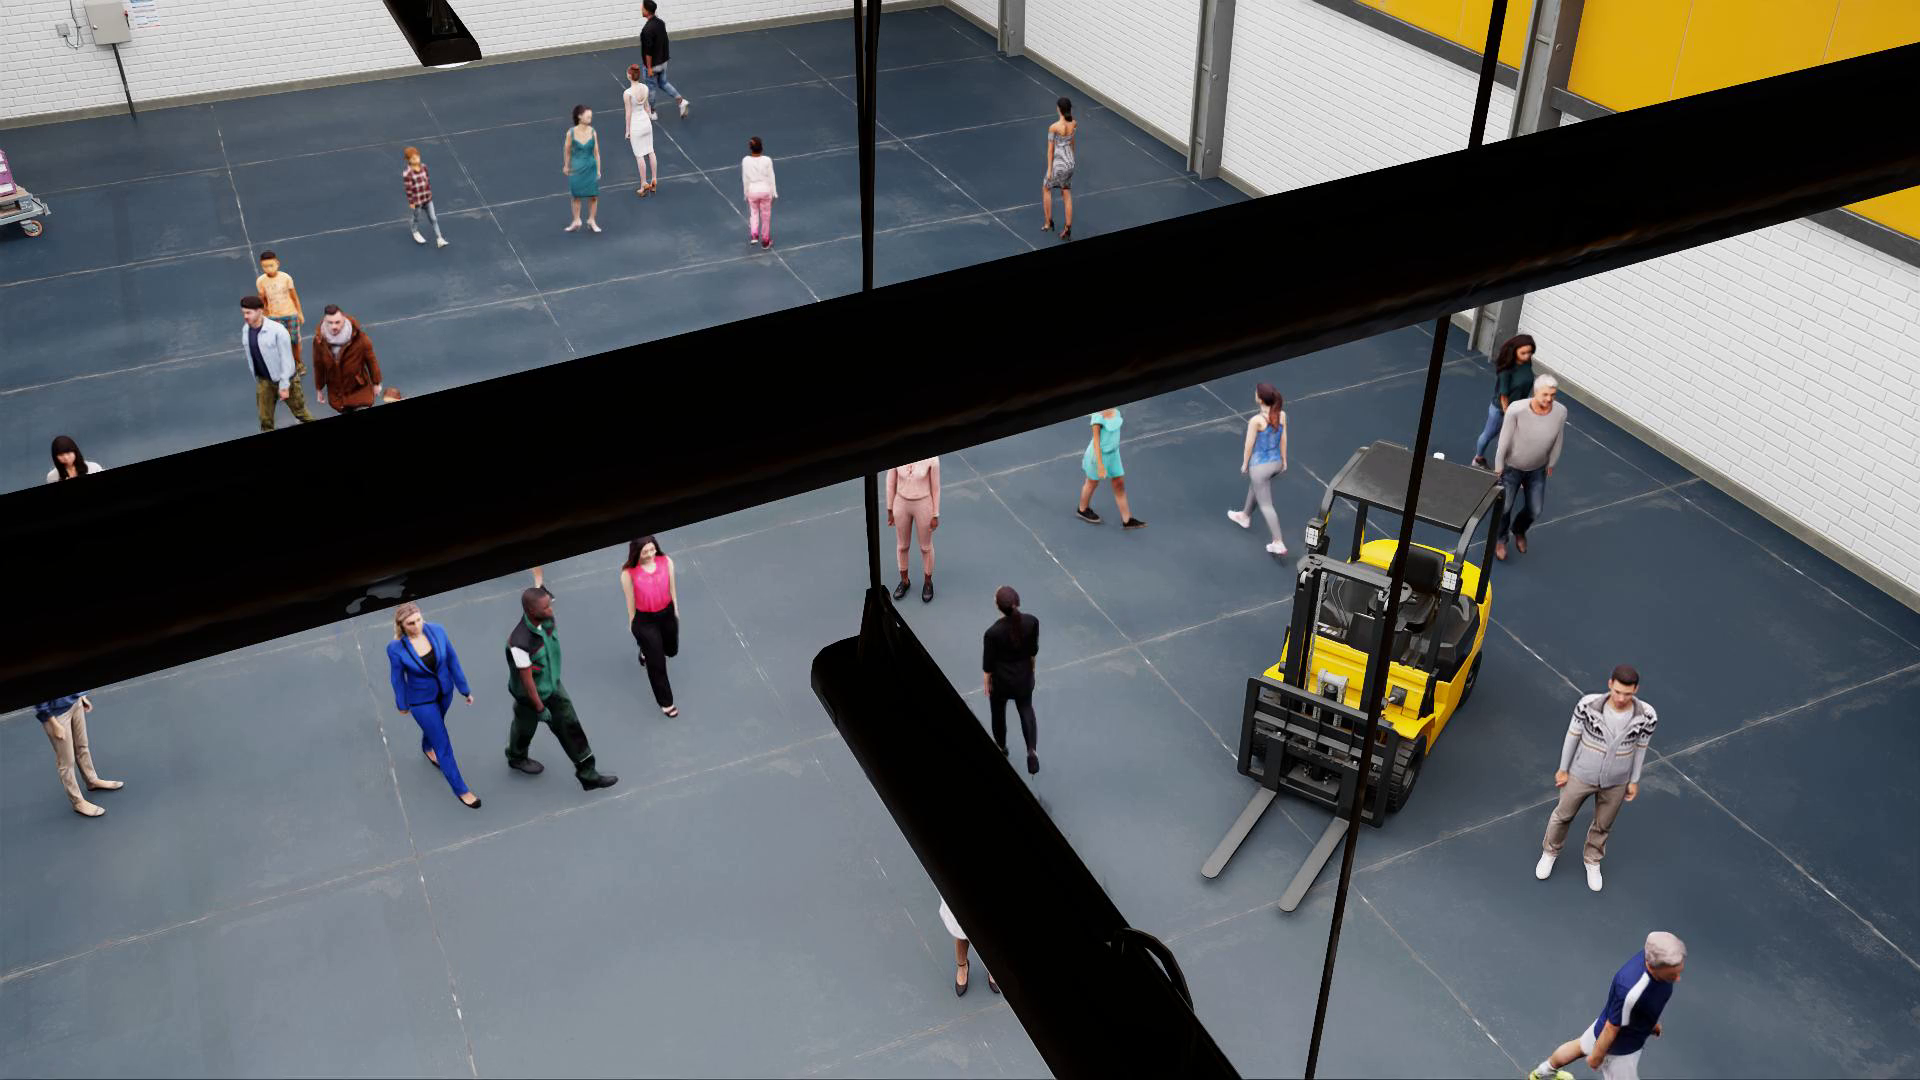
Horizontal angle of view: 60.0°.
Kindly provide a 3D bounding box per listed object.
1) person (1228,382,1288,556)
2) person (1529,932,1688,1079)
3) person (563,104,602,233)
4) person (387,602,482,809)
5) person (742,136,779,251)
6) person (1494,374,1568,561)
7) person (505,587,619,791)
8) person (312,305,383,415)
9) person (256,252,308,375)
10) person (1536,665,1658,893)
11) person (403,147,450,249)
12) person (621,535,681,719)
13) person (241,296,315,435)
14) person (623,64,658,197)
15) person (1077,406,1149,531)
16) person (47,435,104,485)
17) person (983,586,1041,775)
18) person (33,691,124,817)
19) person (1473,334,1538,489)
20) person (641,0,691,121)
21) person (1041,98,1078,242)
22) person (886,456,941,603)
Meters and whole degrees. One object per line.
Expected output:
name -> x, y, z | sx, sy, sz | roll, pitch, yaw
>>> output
person -> 2.778, -0.616, 14.950 | 0.694, 1.569, 1.107 | -20, 39, -27
person -> 3.754, 2.812, 9.602 | 1.168, 1.781, 1.002 | 19, 38, 27
person -> -4.792, -4.653, 20.932 | 0.719, 1.670, 0.563 | -3, 34, -5
person -> -3.943, 1.123, 12.259 | 1.209, 1.653, 0.938 | 25, 41, 32
person -> -2.491, -4.285, 20.586 | 0.665, 1.441, 0.707 | 5, 34, 8
person -> 4.988, -0.703, 14.795 | 0.856, 1.887, 0.876 | 3, 34, 5
person -> -3.176, 1.096, 12.187 | 1.233, 1.775, 1.188 | 10, 35, 15
person -> -5.855, -1.466, 16.034 | 1.042, 1.785, 1.242 | 1, 34, 1
person -> -7.236, -2.423, 17.788 | 0.527, 1.437, 0.835 | -16, 37, -22
person -> 4.378, 1.585, 11.377 | 0.756, 1.860, 0.794 | 9, 35, 13
person -> -6.765, -4.269, 20.717 | 0.996, 1.270, 0.777 | 26, 42, 34
person -> -2.442, 0.607, 13.051 | 0.751, 1.634, 1.008 | -24, 41, -32
person -> -6.591, -1.592, 16.232 | 1.084, 1.775, 1.177 | 8, 34, 12
person -> -4.222, -5.424, 21.982 | 0.612, 1.792, 0.629 | 25, 41, 32
person -> 1.248, -0.799, 15.265 | 1.039, 1.525, 0.821 | 25, 41, 32
person -> -7.475, -0.199, 14.277 | 0.649, 1.621, 0.954 | -16, 37, -23
person -> 0.410, 1.084, 12.323 | 0.637, 1.646, 0.862 | -12, 35, -17
person -> -6.510, 1.241, 12.040 | 0.758, 1.697, 0.647 | 1, 34, 1
person -> 5.181, -1.282, 15.946 | 0.611, 1.576, 1.038 | -16, 37, -23
person -> -4.394, -7.028, 24.394 | 1.155, 1.794, 1.080 | 12, 35, 17
person -> 1.320, -4.581, 20.705 | 0.682, 1.802, 0.772 | -21, 39, -28
person -> -0.393, -0.255, 14.270 | 0.702, 1.721, 0.726 | 6, 34, 9
